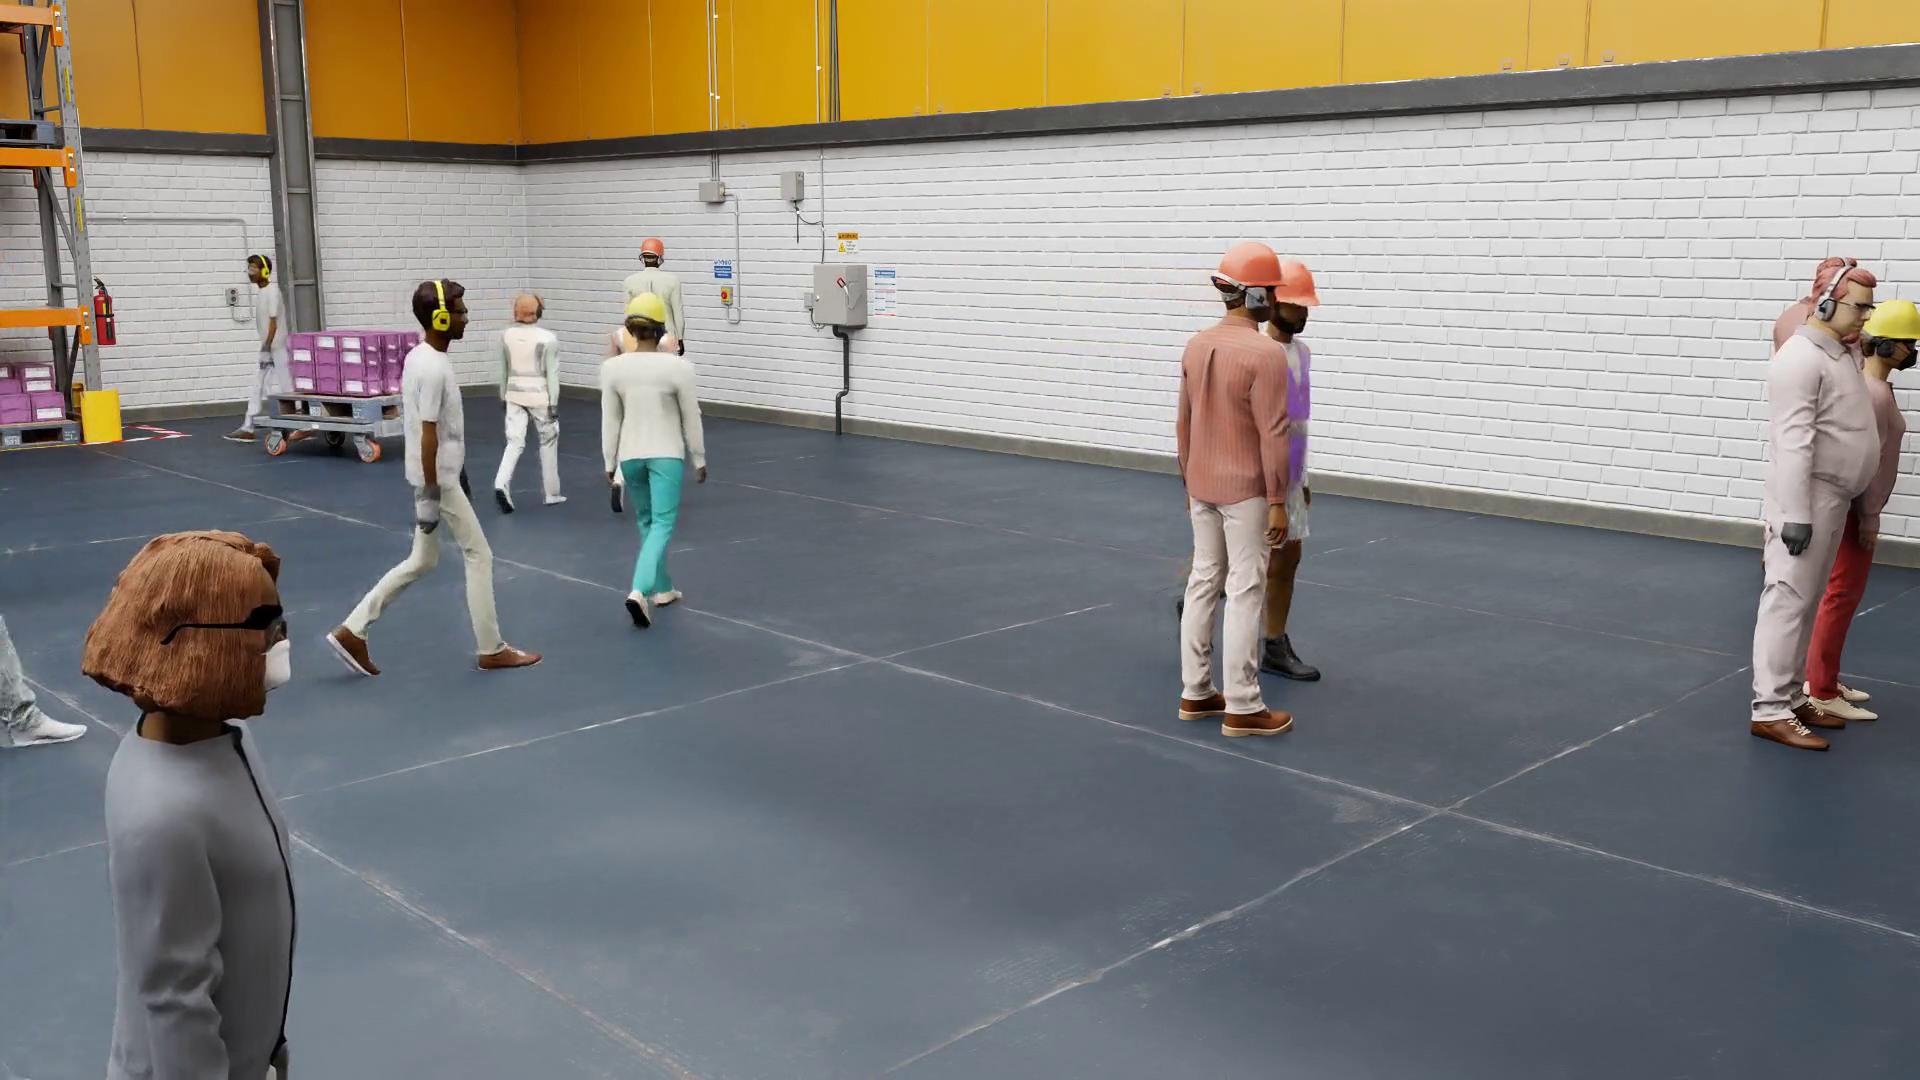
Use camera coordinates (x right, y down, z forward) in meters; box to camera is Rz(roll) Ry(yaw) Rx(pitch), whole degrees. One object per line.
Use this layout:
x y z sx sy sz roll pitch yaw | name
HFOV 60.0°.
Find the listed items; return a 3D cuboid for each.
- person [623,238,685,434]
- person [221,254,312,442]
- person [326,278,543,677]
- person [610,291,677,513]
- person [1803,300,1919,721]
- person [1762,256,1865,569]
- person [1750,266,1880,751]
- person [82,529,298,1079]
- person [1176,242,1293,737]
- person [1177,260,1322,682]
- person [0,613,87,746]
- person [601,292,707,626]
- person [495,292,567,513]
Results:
-3.076 -2.041 16.794 0.611 1.996 0.379 0 10 0 | person
-6.810 -1.846 16.200 0.917 1.828 0.577 -8 13 -37 | person
-2.444 -0.270 7.596 0.893 1.841 0.534 -5 12 -25 | person
-2.311 -0.982 12.038 0.540 1.621 0.647 1 10 6 | person
3.818 -0.125 7.008 0.344 1.758 0.520 4 11 23 | person
5.099 -0.717 9.850 0.402 1.903 0.641 -3 11 -18 | person
3.432 -0.133 6.656 0.406 1.902 0.639 8 13 38 | person
-1.066 0.786 2.398 0.280 1.624 0.494 -3 11 -17 | person
1.136 -0.206 6.792 0.396 1.993 0.618 -6 12 -29 | person
1.363 -0.312 7.588 0.598 1.915 0.551 8 13 38 | person
-3.972 0.026 6.337 0.911 1.700 0.487 -4 11 -19 | person
-1.643 -0.438 8.780 0.527 1.737 0.854 2 11 12 | person
-3.203 -1.012 12.253 0.522 1.615 0.756 3 11 13 | person
